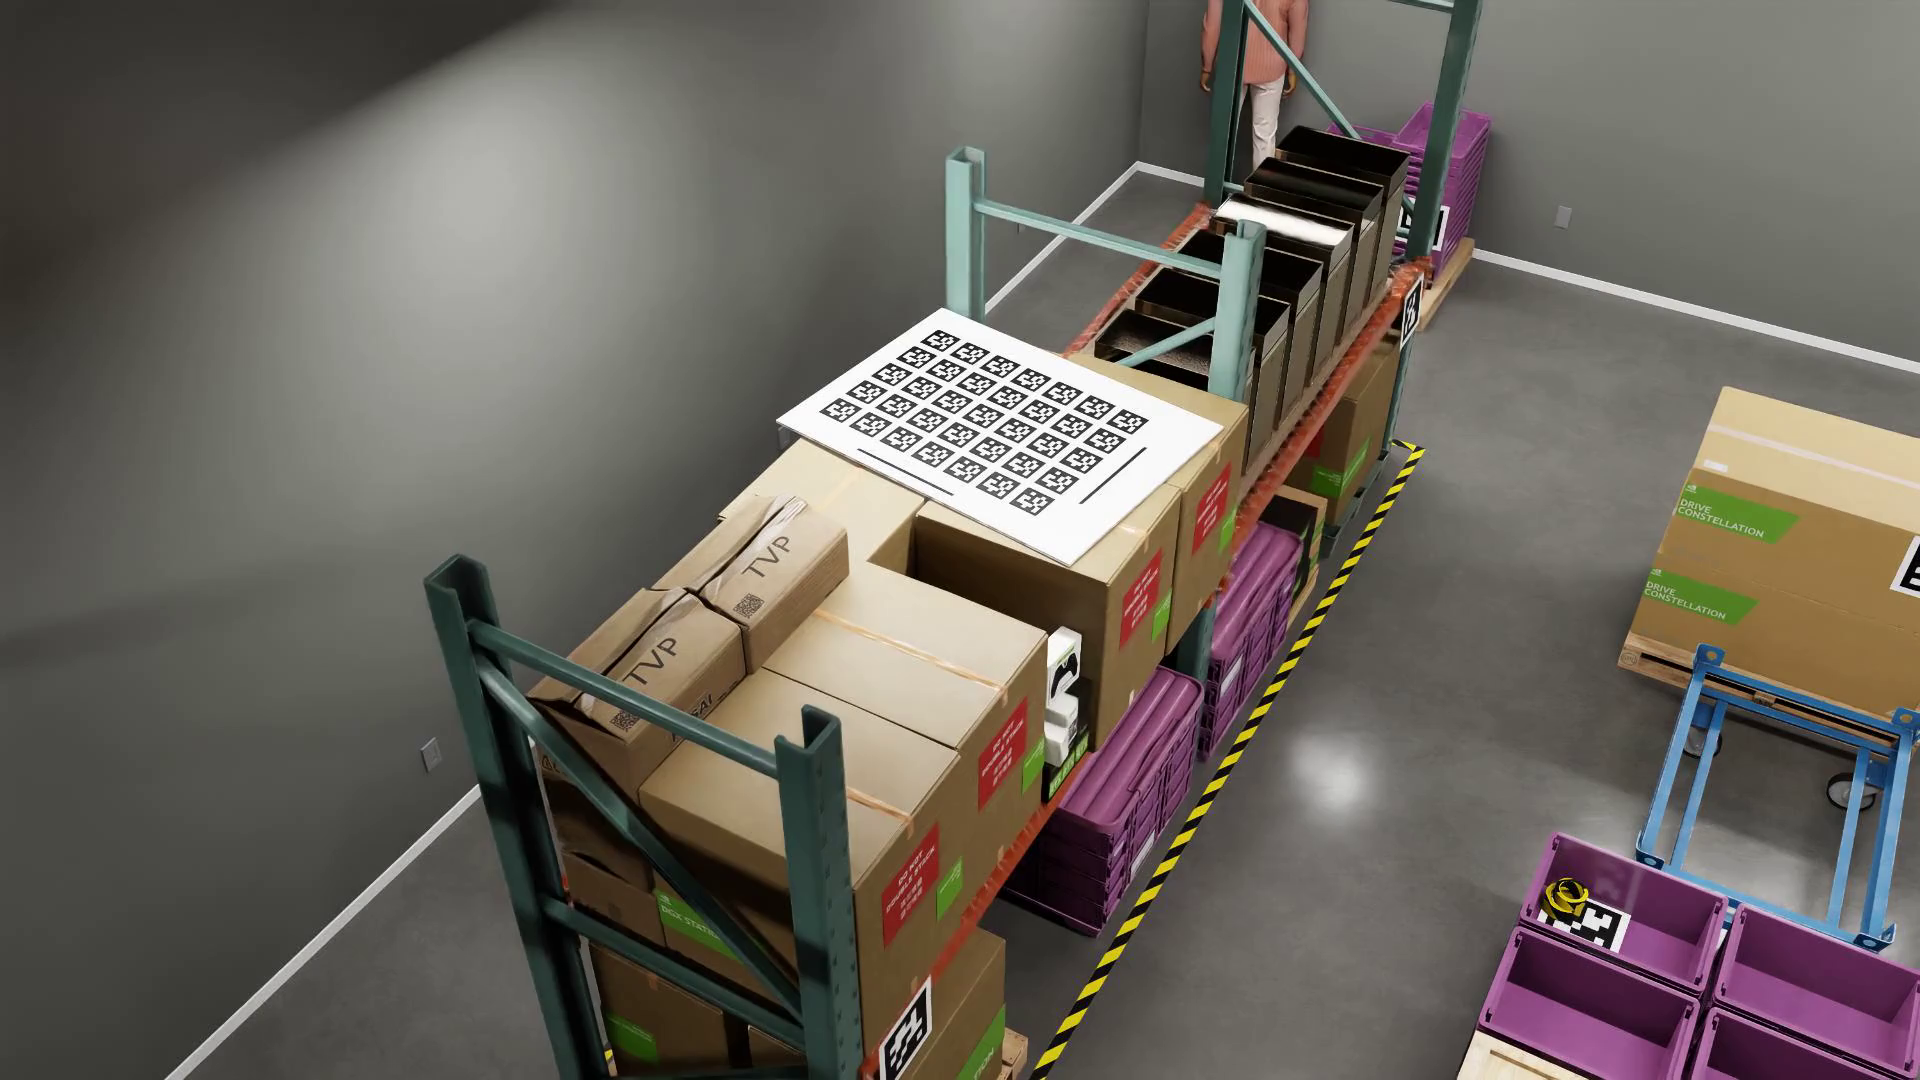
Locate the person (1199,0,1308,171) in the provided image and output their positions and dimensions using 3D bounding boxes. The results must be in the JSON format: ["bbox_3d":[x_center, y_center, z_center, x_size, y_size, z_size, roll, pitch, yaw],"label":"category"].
[{"bbox_3d":[1.732,-2.831,9.927,0.609,1.995,0.378,4,40,5],"label":"person"}]
